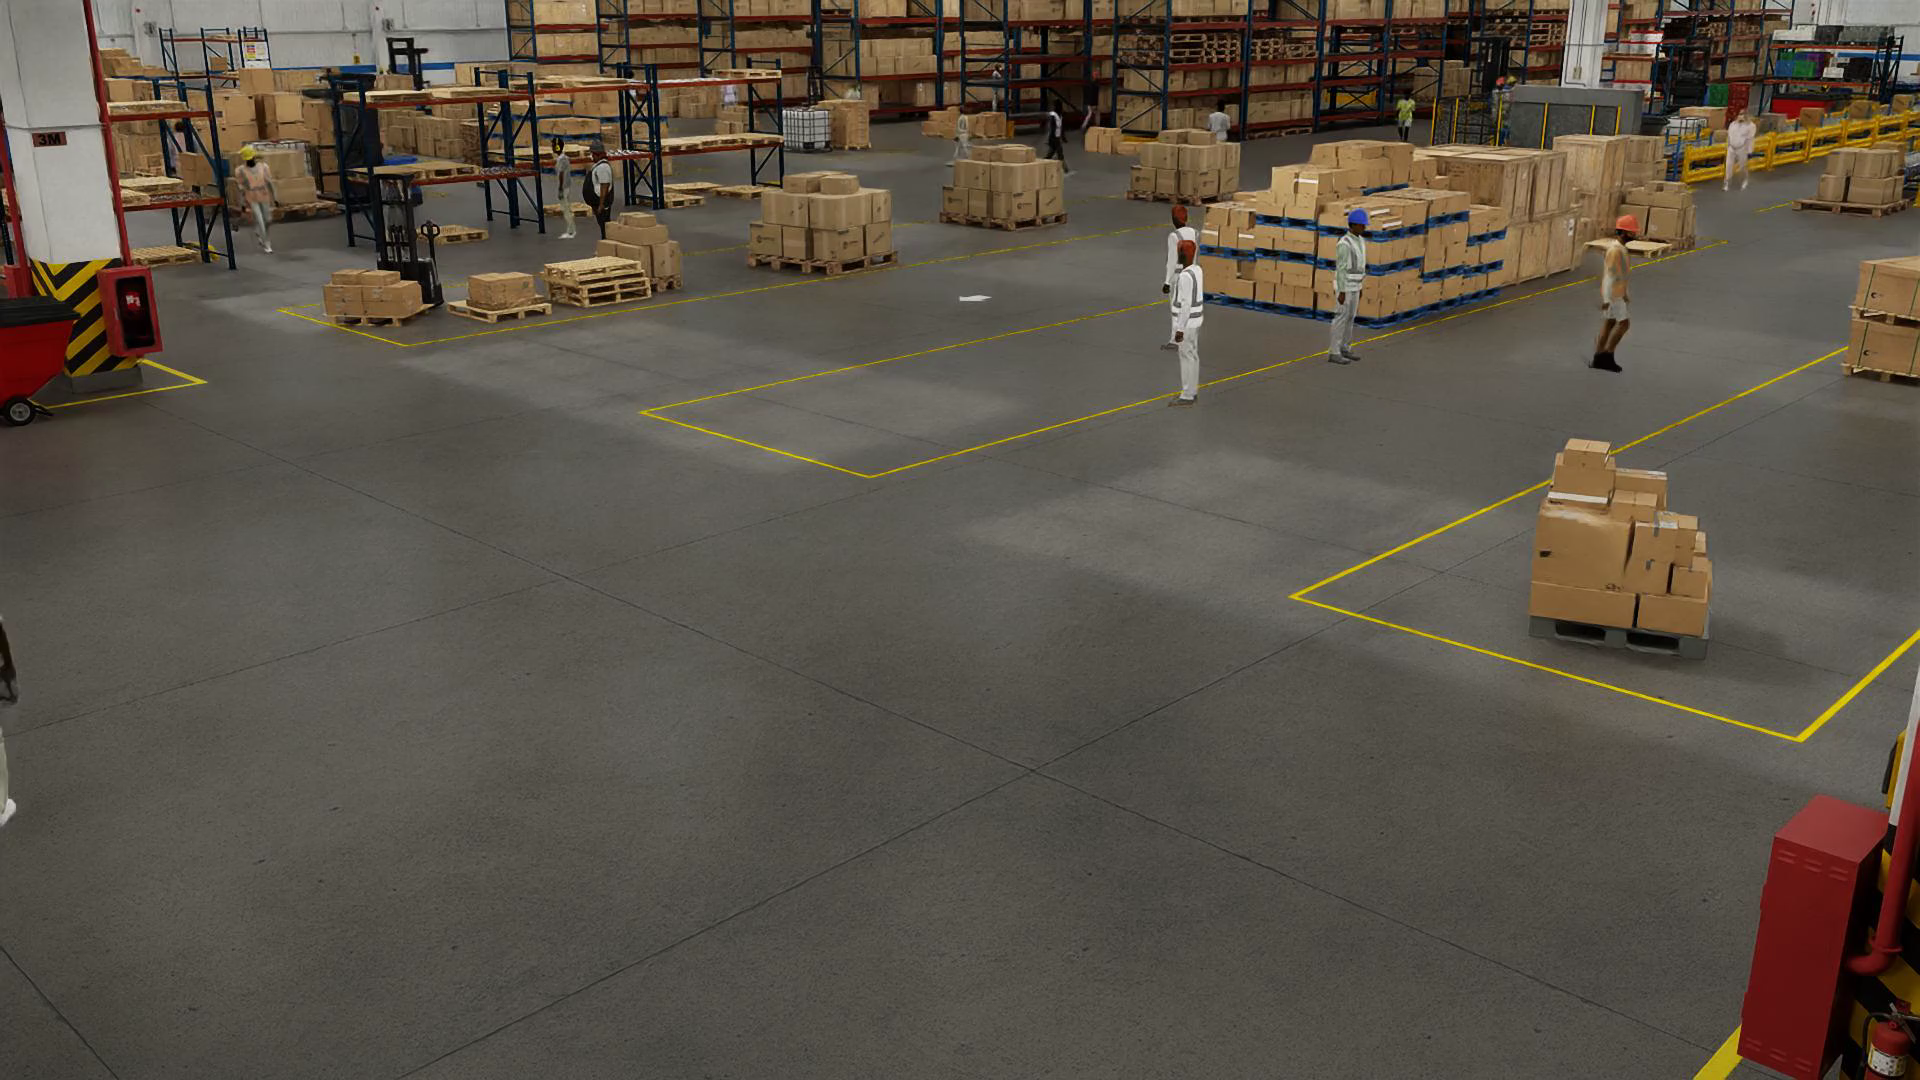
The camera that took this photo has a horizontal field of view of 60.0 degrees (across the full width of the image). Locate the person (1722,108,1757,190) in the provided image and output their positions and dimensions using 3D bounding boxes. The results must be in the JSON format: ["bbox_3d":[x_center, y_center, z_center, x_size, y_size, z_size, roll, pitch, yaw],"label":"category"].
[{"bbox_3d":[18.227,-9.129,38.854,0.822,1.883,0.650,-15,24,-38],"label":"person"}]

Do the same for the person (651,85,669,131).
[{"bbox_3d":[-9.904,-14.165,54.396,0.738,1.650,0.540,1,18,2],"label":"person"}]

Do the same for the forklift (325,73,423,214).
[{"bbox_3d":[-12.573,-8.430,35.181,1.129,2.768,1.873,17,25,41],"label":"forklift"}]

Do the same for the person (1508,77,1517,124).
[{"bbox_3d":[18.032,-14.252,54.467,0.327,1.765,0.528,6,19,17],"label":"person"}]

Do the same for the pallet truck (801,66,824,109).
[{"bbox_3d":[-4.812,-15.182,56.903,0.823,1.965,1.885,-9,21,-26],"label":"pallet truck"}]

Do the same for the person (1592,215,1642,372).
[{"bbox_3d":[8.076,-3.011,20.353,0.521,1.921,0.556,8,20,23],"label":"person"}]

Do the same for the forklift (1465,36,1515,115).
[{"bbox_3d":[19.973,-17.201,61.605,1.873,2.768,1.129,16,24,40],"label":"forklift"}]

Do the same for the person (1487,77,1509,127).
[{"bbox_3d":[15.922,-12.673,49.286,0.420,2.032,0.632,-13,22,-33],"label":"person"}]

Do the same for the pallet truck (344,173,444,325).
[{"bbox_3d":[-8.209,-4.181,23.757,0.823,1.965,1.885,3,19,9],"label":"pallet truck"}]

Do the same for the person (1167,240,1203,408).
[{"bbox_3d":[2.539,-2.419,18.631,0.352,1.881,0.576,7,20,21],"label":"person"}]

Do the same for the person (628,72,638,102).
[{"bbox_3d":[-11.978,-16.176,60.439,0.579,1.645,0.881,-5,19,-15],"label":"person"}]

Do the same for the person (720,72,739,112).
[{"bbox_3d":[-7.635,-14.648,55.474,0.721,1.885,0.472,-11,21,-30],"label":"person"}]

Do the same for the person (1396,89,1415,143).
[{"bbox_3d":[13.278,-12.590,49.570,0.546,1.685,0.542,6,19,18],"label":"person"}]

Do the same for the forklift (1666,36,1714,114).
[{"bbox_3d":[27.341,-17.291,61.877,1.129,2.768,1.873,17,25,41],"label":"forklift"}]

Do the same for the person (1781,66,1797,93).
[{"bbox_3d":[33.203,-18.294,66.616,0.625,1.777,0.945,12,22,32],"label":"person"}]

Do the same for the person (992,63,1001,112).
[{"bbox_3d":[1.341,-16.364,60.554,0.370,1.940,0.627,3,19,8],"label":"person"}]

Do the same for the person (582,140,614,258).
[{"bbox_3d":[-6.267,-5.892,28.847,0.537,2.000,0.679,-4,19,-13],"label":"person"}]

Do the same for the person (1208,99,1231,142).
[{"bbox_3d":[6.422,-9.977,41.356,0.617,1.930,1.002,16,24,39],"label":"person"}]

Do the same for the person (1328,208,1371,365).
[{"bbox_3d":[4.892,-3.176,20.829,0.421,1.939,0.602,13,22,33],"label":"person"}]

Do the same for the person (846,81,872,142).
[{"bbox_3d":[-3.067,-12.823,49.956,1.050,1.881,0.635,7,20,21],"label":"person"}]

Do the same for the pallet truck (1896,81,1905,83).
[{"bbox_3d":[34.802,-16.331,61.455,0.653,1.274,1.630,17,25,41],"label":"pallet truck"}]

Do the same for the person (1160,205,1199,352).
[{"bbox_3d":[2.841,-3.389,21.545,0.354,1.887,0.573,16,24,39],"label":"person"}]

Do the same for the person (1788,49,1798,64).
[{"bbox_3d":[40.272,-22.843,80.407,0.790,1.734,0.528,-17,25,-41],"label":"person"}]

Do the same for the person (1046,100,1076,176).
[{"bbox_3d":[2.503,-10.063,41.664,0.960,1.871,0.608,5,19,15],"label":"person"}]

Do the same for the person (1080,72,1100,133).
[{"bbox_3d":[4.296,-14.102,53.687,0.802,1.970,0.634,-11,21,-30],"label":"person"}]

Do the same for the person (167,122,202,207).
[{"bbox_3d":[-16.766,-8.151,36.055,0.616,1.794,0.983,-2,18,-6],"label":"person"}]

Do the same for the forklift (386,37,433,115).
[{"bbox_3d":[-20.297,-16.875,60.624,1.129,2.768,1.873,4,19,10],"label":"forklift"}]

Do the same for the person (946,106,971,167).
[{"bbox_3d":[0.060,-10.599,43.721,0.857,1.589,0.534,5,19,15],"label":"person"}]

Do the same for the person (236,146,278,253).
[{"bbox_3d":[-12.533,-6.082,29.664,0.646,1.882,0.647,-13,23,-35],"label":"person"}]

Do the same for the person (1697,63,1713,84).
[{"bbox_3d":[28.903,-17.651,64.548,0.991,1.856,0.673,-13,22,-33],"label":"person"}]

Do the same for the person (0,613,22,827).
[{"bbox_3d":[-5.450,0.766,9.082,0.541,1.851,0.533,-7,19,-19],"label":"person"}]

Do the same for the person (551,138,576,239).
[{"bbox_3d":[-7.474,-6.612,31.302,0.322,1.861,0.520,-2,19,-7],"label":"person"}]

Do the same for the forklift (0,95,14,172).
[{"bbox_3d":[-24.269,-10.815,42.365,1.129,2.768,1.873,17,25,41],"label":"forklift"}]

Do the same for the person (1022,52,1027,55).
[{"bbox_3d":[2.917,-21.490,76.232,0.633,1.799,0.955,-5,19,-15],"label":"person"}]
